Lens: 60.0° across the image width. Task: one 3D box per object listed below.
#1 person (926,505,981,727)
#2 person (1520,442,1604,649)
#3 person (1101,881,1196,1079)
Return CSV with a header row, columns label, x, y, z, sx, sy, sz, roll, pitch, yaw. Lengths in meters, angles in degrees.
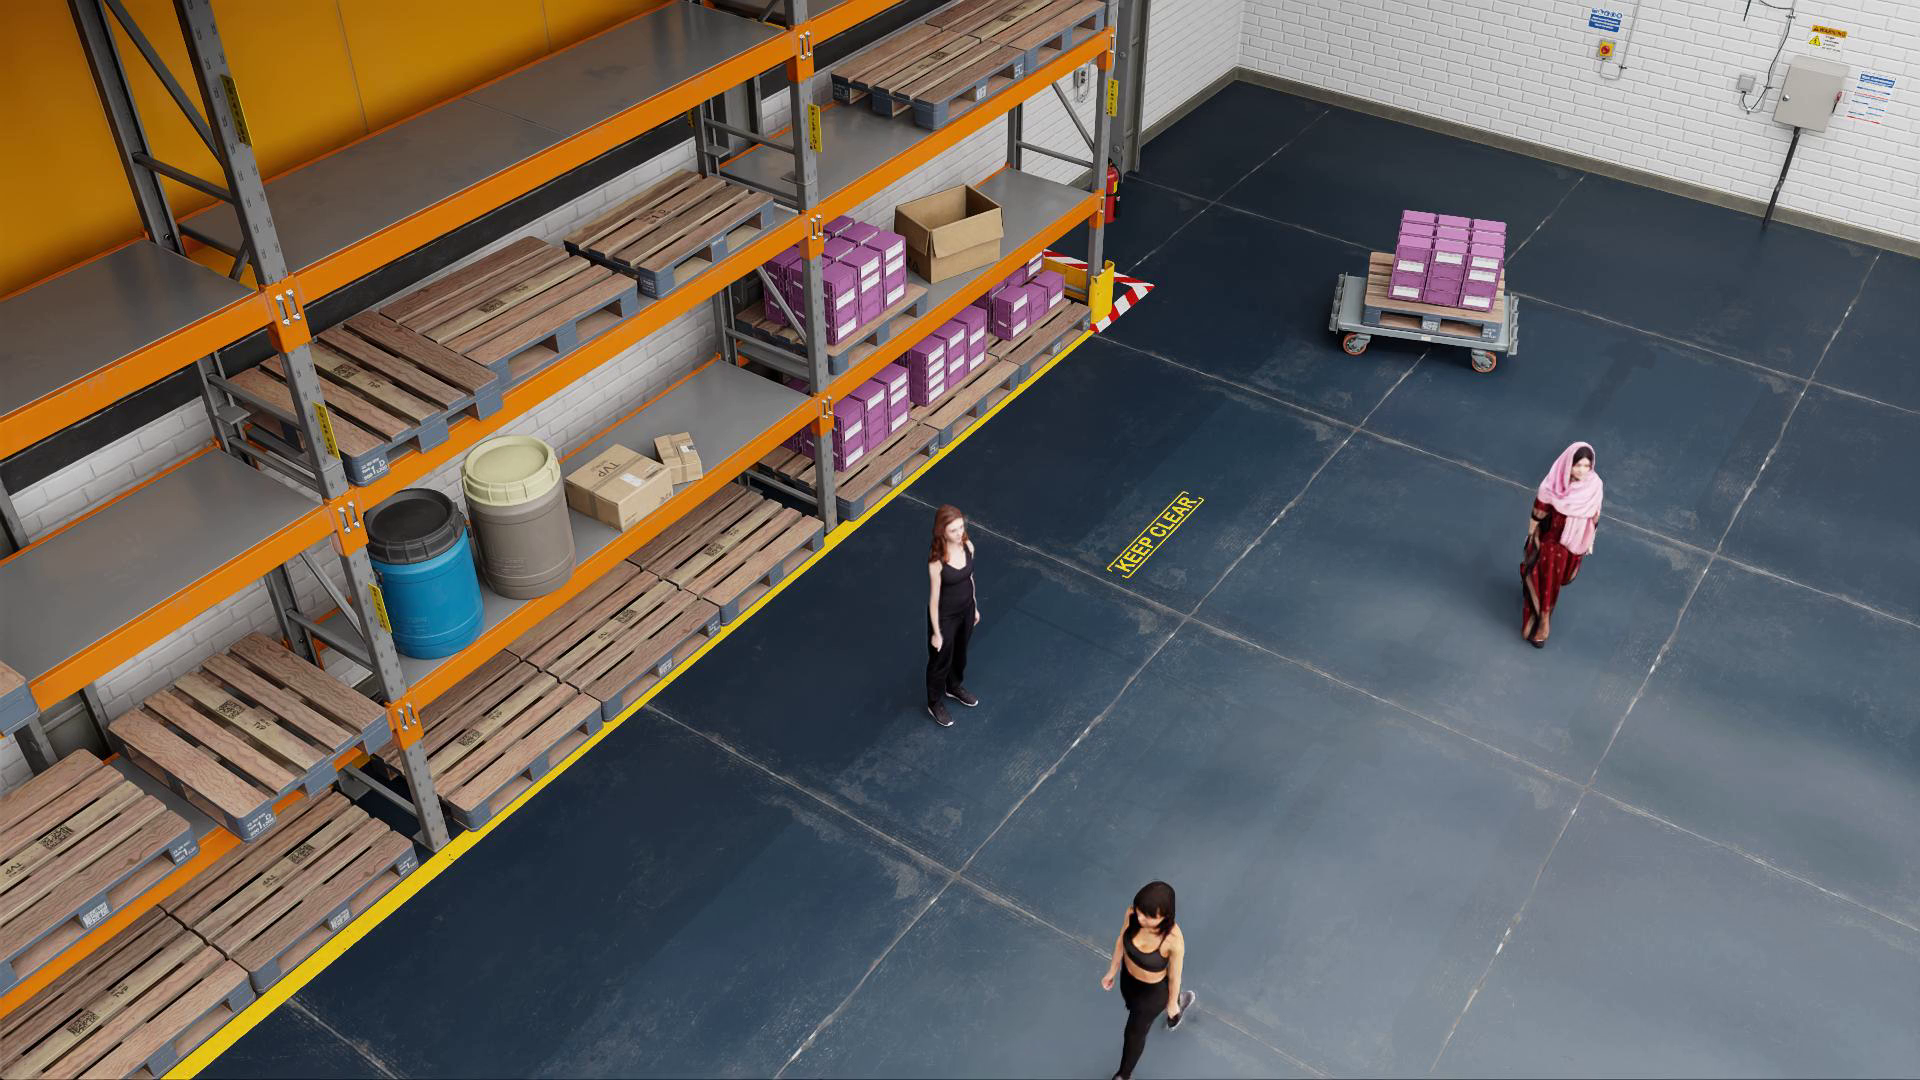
label,x,y,z,sx,sy,sz,roll,pitch,yaw
person,-0.068,0.475,11.095,0.674,1.747,0.488,29,47,32
person,4.259,-0.058,11.869,0.957,1.612,1.064,-2,39,-2
person,1.046,2.316,8.887,1.075,1.625,0.736,-28,46,-30
